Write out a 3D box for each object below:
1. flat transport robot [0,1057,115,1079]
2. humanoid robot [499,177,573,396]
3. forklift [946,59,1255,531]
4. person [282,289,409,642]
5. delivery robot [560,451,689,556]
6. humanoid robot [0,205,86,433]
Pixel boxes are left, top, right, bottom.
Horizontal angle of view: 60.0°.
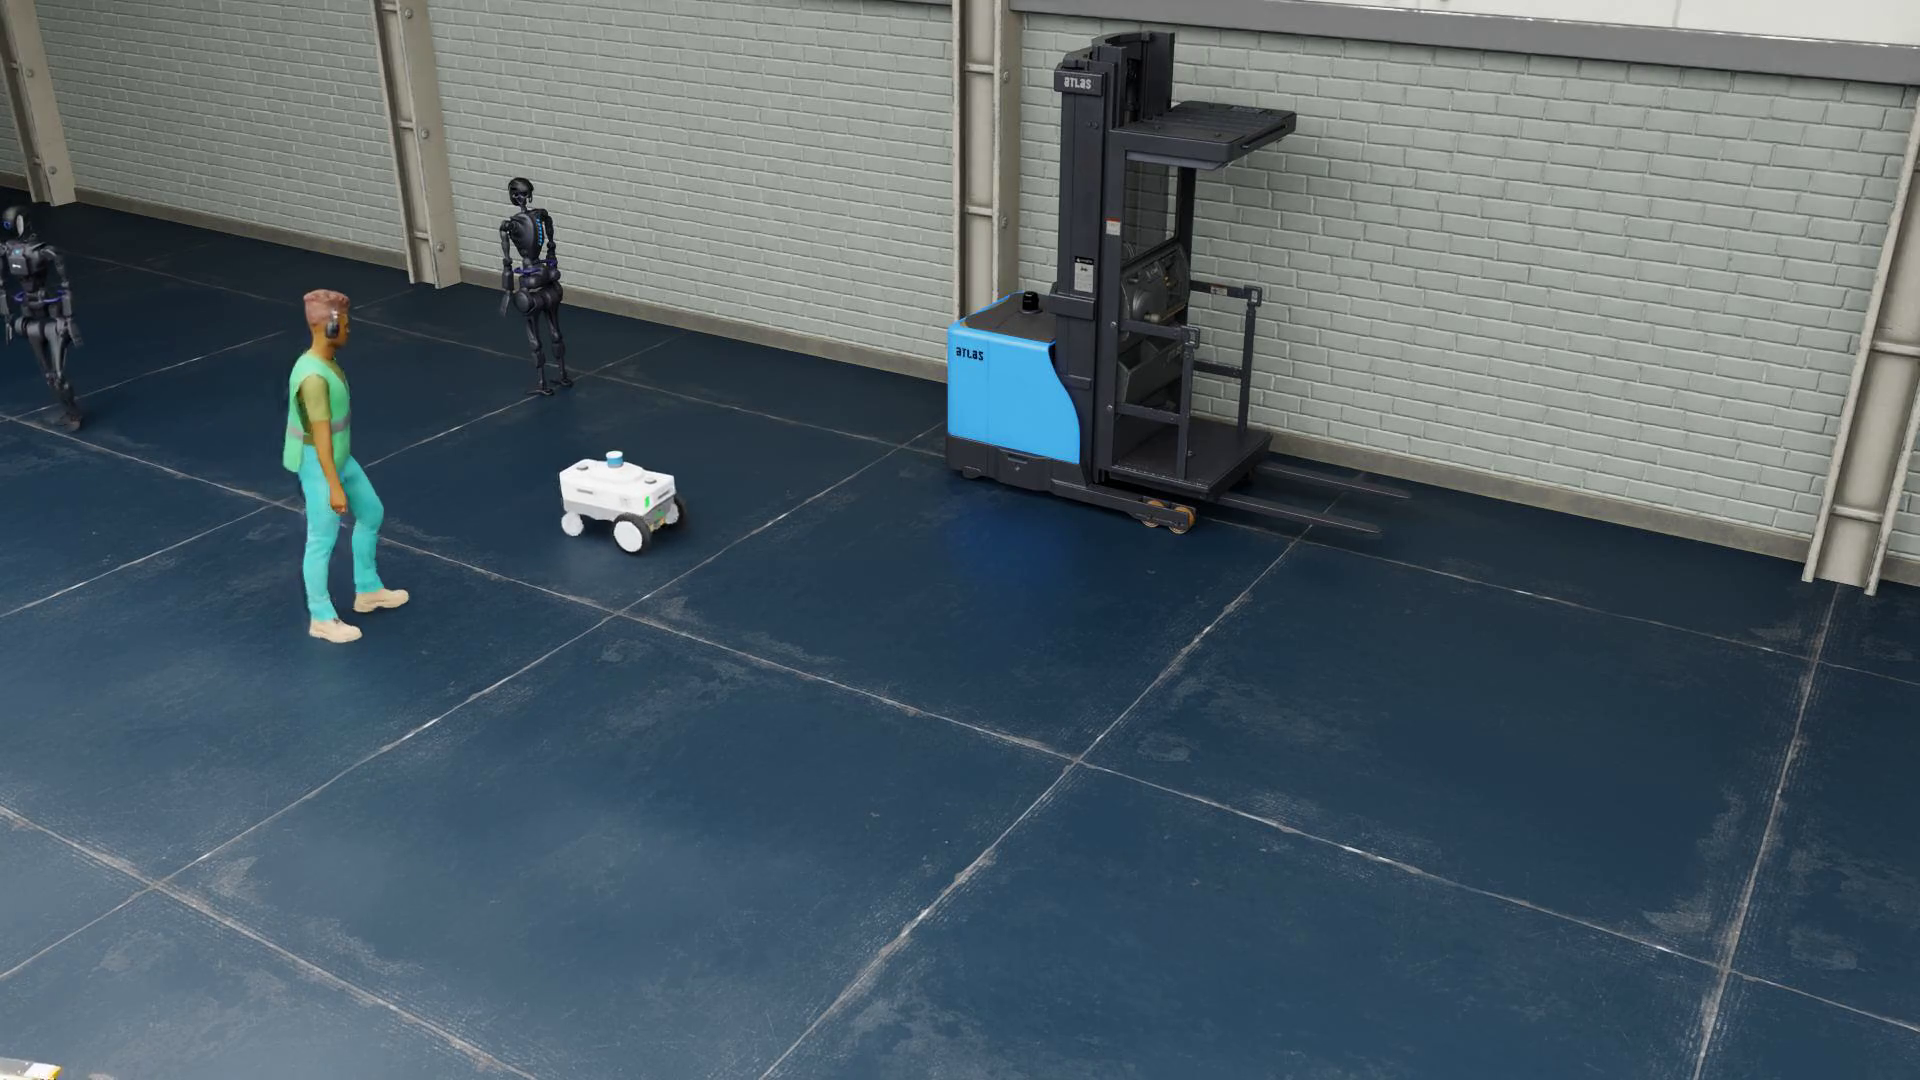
[{"bbox_3d":[-3.741,2.097,5.823,1.431,0.231,0.659,4,26,9],"label":"flat transport robot"},{"bbox_3d":[-3.255,-1.935,12.688,0.315,1.657,0.599,15,29,28],"label":"humanoid robot"},{"bbox_3d":[0.933,-1.707,10.833,1.873,2.768,1.129,15,29,28],"label":"forklift"},{"bbox_3d":[-3.408,-0.365,9.059,0.611,1.959,0.719,-4,26,-8],"label":"person"},{"bbox_3d":[-2.137,-0.257,10.481,0.807,0.606,0.499,11,28,22],"label":"delivery robot"},{"bbox_3d":[-6.616,-1.600,11.995,0.590,1.644,0.401,2,25,5],"label":"humanoid robot"}]
